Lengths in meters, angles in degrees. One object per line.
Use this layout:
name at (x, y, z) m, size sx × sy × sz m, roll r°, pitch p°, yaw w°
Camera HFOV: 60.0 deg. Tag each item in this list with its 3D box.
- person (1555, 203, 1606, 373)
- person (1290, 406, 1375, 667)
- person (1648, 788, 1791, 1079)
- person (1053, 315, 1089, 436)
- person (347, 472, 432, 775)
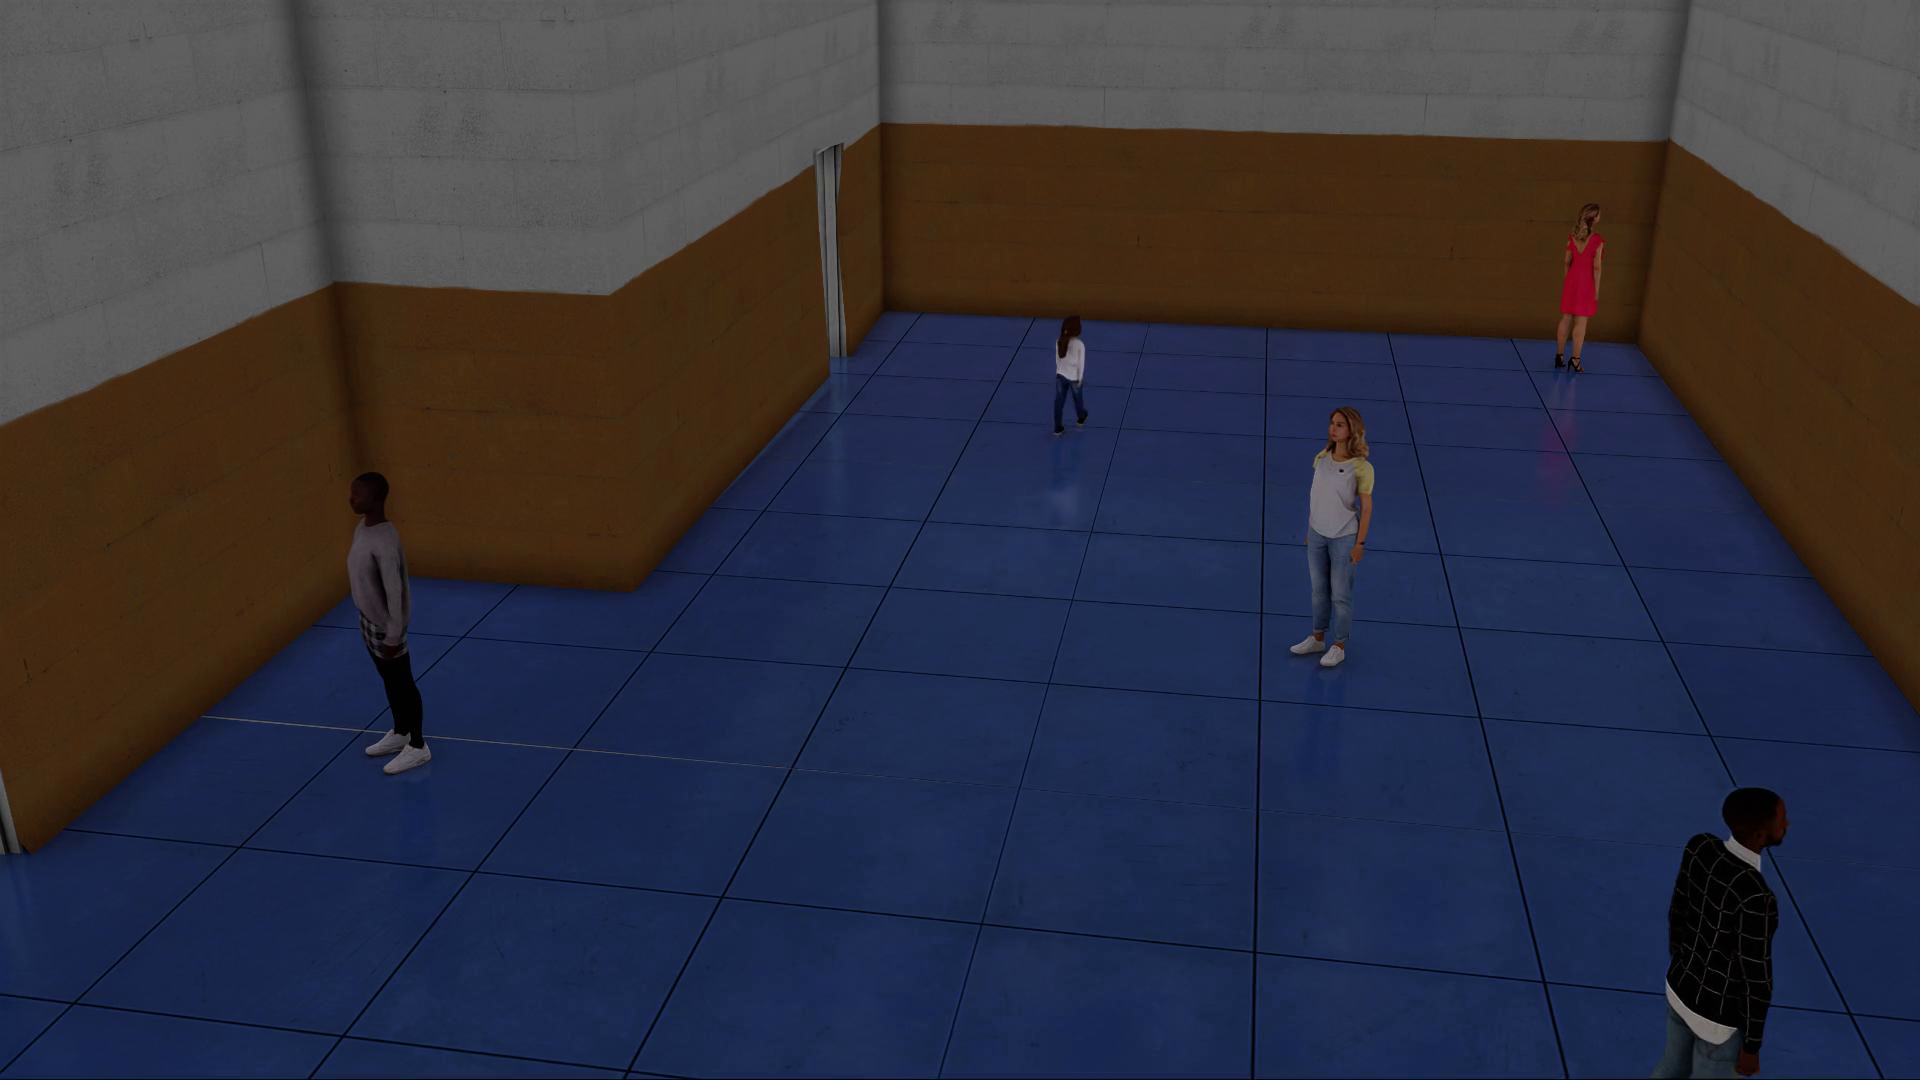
person at (6.350, -2.598, 17.052) m, size 0.717 × 1.728 × 0.664 m, roll -13°, pitch 25°, yaw -30°
person at (2.408, -0.029, 10.647) m, size 0.768 × 1.723 × 0.692 m, roll -17°, pitch 28°, yaw -36°
person at (2.787, 1.715, 6.195) m, size 0.666 × 1.820 × 0.735 m, roll -3°, pitch 22°, yaw -8°
person at (0.971, -1.487, 15.152) m, size 0.751 × 1.084 × 0.632 m, roll 9°, pitch 24°, yaw 22°
person at (-3.238, 0.452, 9.405) m, size 0.752 × 1.771 × 0.684 m, roll -16°, pitch 27°, yaw -34°
